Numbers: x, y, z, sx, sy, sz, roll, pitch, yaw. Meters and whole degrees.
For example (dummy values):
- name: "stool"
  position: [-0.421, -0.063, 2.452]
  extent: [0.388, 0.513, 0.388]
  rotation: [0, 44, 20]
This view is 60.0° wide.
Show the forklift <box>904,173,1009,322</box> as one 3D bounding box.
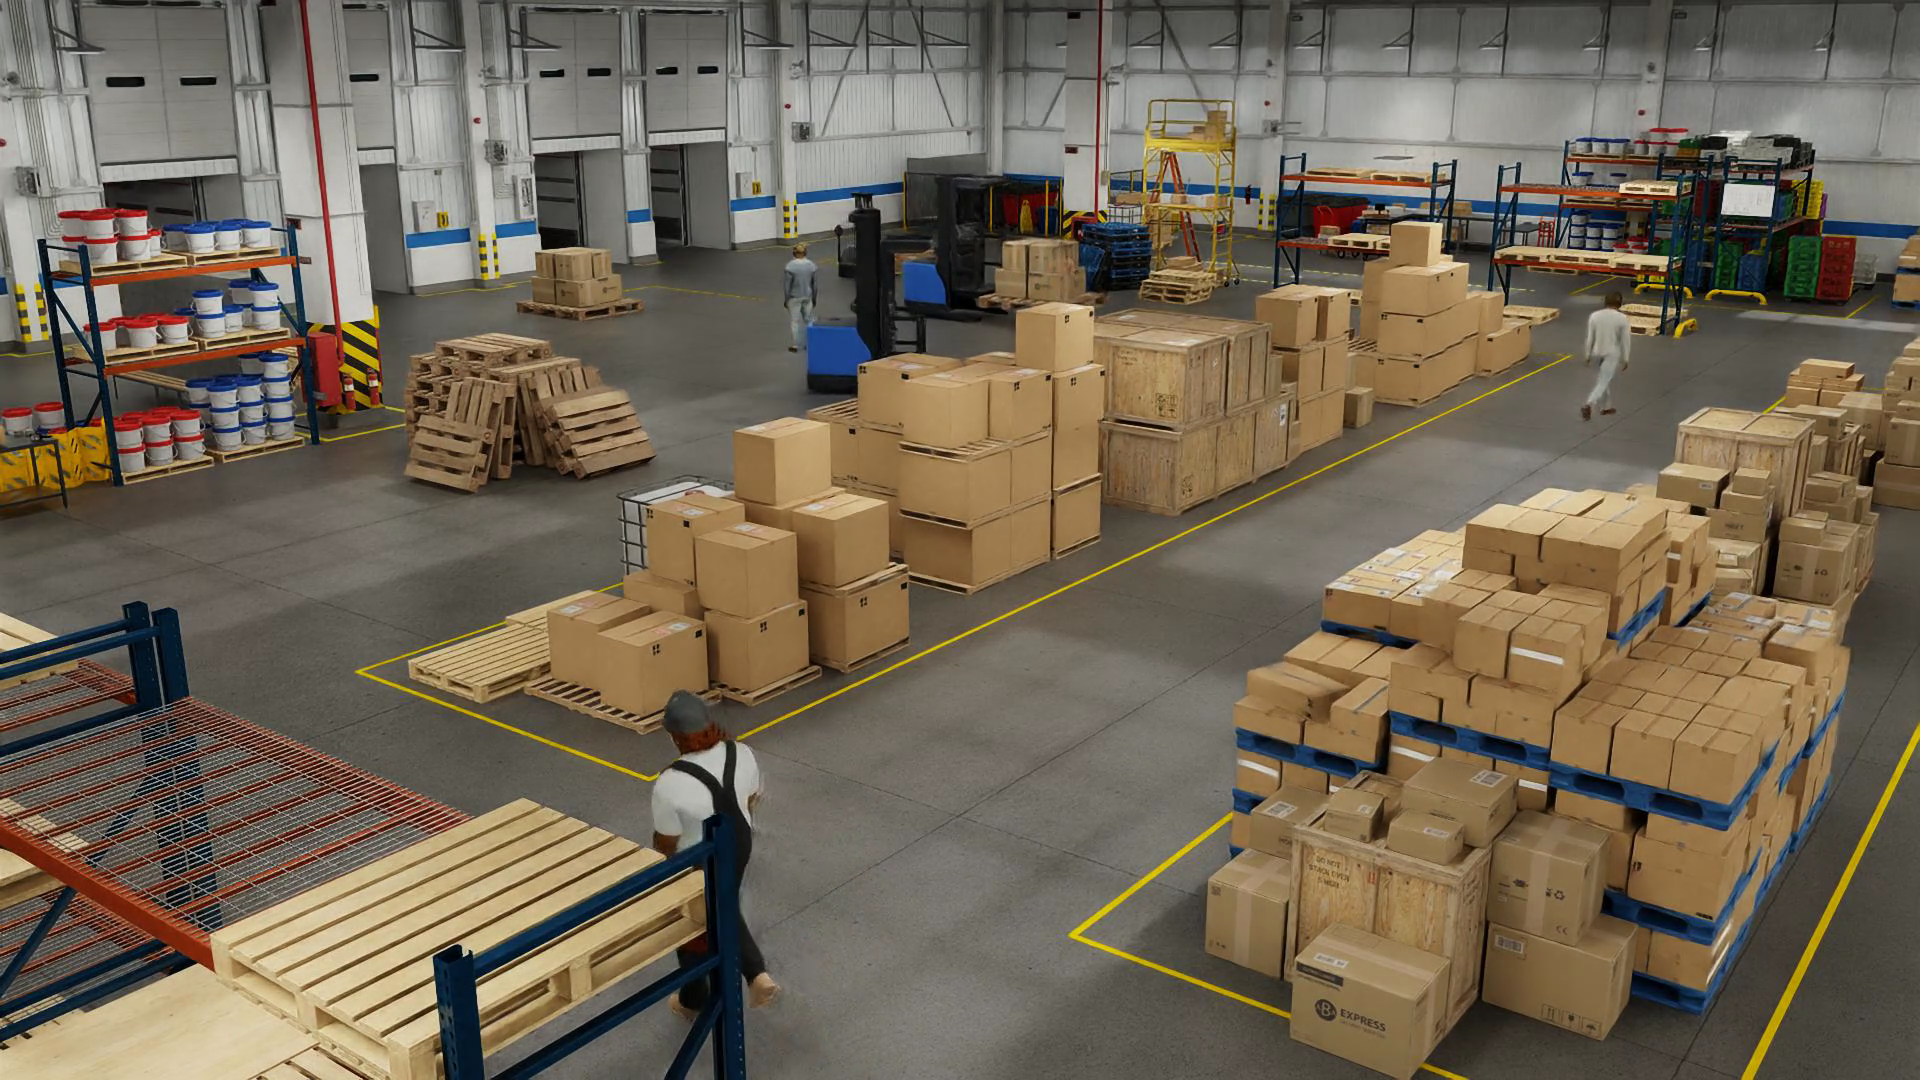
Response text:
- name: "forklift"
  position: [-0.104, -5.897, 33.301]
  extent: [1.873, 2.768, 1.129]
  rotation: [11, 20, 32]

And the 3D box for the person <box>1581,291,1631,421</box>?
- name: "person"
  position: [9.466, -2.703, 24.415]
  extent: [0.967, 1.904, 0.637]
  rotation: [-13, 21, -38]

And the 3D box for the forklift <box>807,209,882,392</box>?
- name: "forklift"
  position: [-1.457, -3.801, 26.362]
  extent: [1.873, 2.768, 1.129]
  rotation: [1, 17, 4]

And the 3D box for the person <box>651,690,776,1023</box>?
- name: "person"
  position: [-1.426, 1.781, 9.305]
  extent: [0.657, 2.000, 0.696]
  rotation: [15, 22, 41]

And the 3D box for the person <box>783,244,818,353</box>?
- name: "person"
  position: [-2.834, -4.307, 29.666]
  extent: [0.639, 1.926, 0.367]
  rotation: [-8, 18, -24]

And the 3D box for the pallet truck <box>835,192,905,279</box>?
- name: "pallet truck"
  position: [-1.936, -7.159, 38.982]
  extent: [1.885, 1.965, 0.823]
  rotation: [-12, 21, -34]
